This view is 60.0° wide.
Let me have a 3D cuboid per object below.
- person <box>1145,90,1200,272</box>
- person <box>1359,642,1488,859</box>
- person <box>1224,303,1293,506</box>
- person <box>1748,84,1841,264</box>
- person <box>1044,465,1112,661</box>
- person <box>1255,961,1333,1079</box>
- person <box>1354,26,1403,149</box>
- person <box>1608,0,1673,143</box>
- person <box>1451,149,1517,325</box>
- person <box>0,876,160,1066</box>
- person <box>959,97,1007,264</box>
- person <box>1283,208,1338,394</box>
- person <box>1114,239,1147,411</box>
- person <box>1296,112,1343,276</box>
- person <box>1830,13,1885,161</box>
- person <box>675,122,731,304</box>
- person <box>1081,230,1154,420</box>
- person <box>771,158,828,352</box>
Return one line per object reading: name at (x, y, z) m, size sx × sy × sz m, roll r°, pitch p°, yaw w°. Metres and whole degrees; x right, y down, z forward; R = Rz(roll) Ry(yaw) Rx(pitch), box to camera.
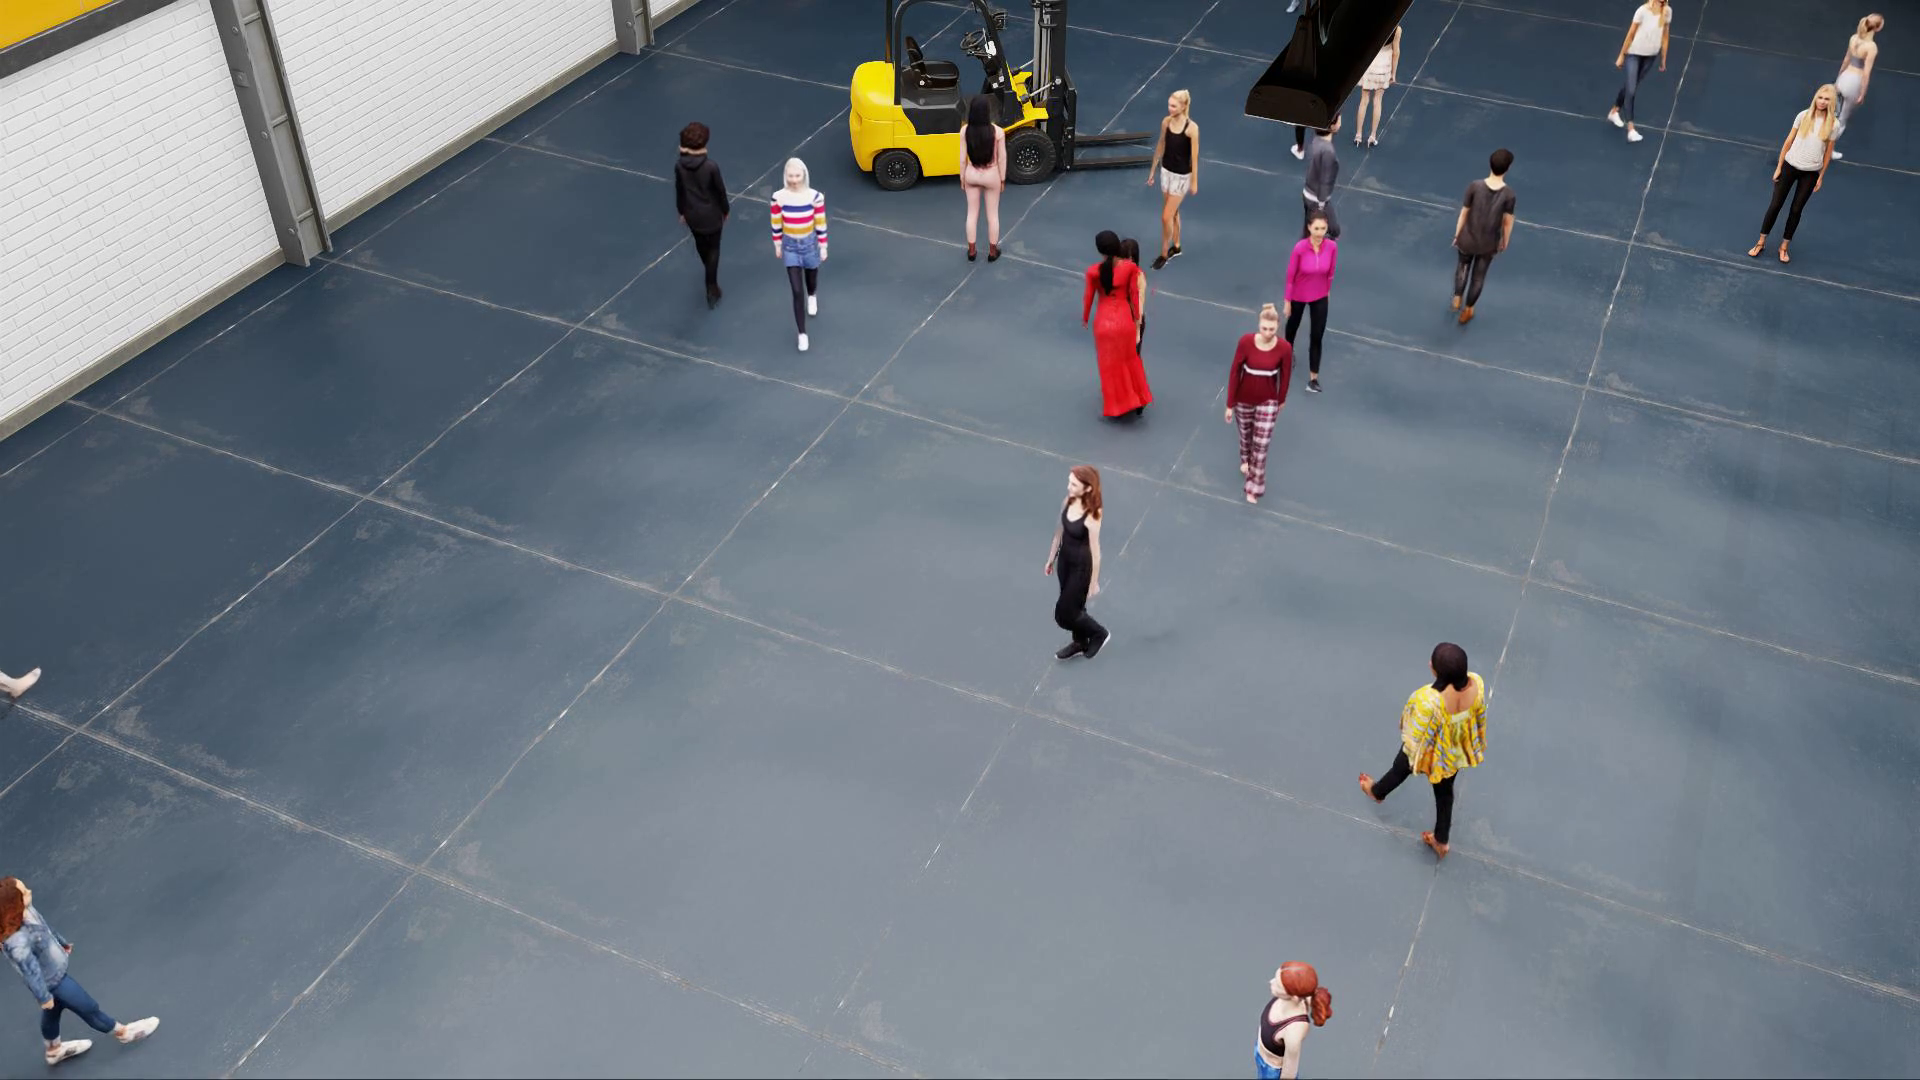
person at (2.196, -3.628, 16.480) m, size 0.904 × 1.825 × 0.790 m, roll -30°, pitch 48°, yaw -32°
person at (3.030, 1.353, 10.408) m, size 1.079 × 1.620 × 1.116 m, roll -16°, pitch 41°, yaw -19°
person at (2.413, -1.185, 13.552) m, size 0.747 × 1.664 × 1.064 m, roll 10°, pitch 40°, yaw 12°
person at (8.332, -3.651, 16.508) m, size 0.602 × 1.826 × 0.521 m, roll 18°, pitch 42°, yaw 21°
person at (0.922, 0.155, 11.818) m, size 0.835 × 1.733 × 0.769 m, roll -17°, pitch 42°, yaw -20°
person at (1.619, 2.741, 8.546) m, size 0.707 × 1.785 × 0.622 m, roll 4°, pitch 39°, yaw 5°
person at (4.635, -5.223, 18.550) m, size 0.601 × 1.735 × 0.541 m, roll 13°, pitch 40°, yaw 15°
person at (7.651, -5.482, 18.847) m, size 1.026 × 1.768 × 1.164 m, roll -7°, pitch 39°, yaw -9°
person at (4.847, -2.804, 15.550) m, size 0.636 × 1.699 × 0.650 m, roll 18°, pitch 42°, yaw 21°
person at (-5.119, 2.416, 9.205) m, size 0.953 × 1.461 × 0.850 m, roll -19°, pitch 43°, yaw -23°
person at (0.220, -3.559, 16.479) m, size 0.666 × 1.720 × 0.617 m, roll 6°, pitch 39°, yaw 8°
person at (3.074, -2.206, 14.837) m, size 0.932 × 1.665 × 1.145 m, roll -2°, pitch 39°, yaw -3°
person at (1.468, -1.906, 14.476) m, size 0.632 × 1.637 × 0.612 m, roll -32°, pitch 48°, yaw -33°
person at (3.394, -3.323, 16.153) m, size 0.807 × 1.757 × 0.728 m, roll -6°, pitch 39°, yaw -8°
person at (9.674, -4.937, 18.231) m, size 0.837 × 1.688 × 0.783 m, roll -10°, pitch 40°, yaw -13°
person at (-2.453, -3.091, 15.870) m, size 0.808 × 1.748 × 1.080 m, roll 6°, pitch 39°, yaw 7°
person at (1.341, -1.799, 14.252) m, size 0.913 × 1.758 × 0.939 m, roll 2°, pitch 39°, yaw 3°
person at (-1.458, -2.723, 15.389) m, size 1.023 × 1.773 × 1.237 m, roll -3°, pitch 39°, yaw -4°
